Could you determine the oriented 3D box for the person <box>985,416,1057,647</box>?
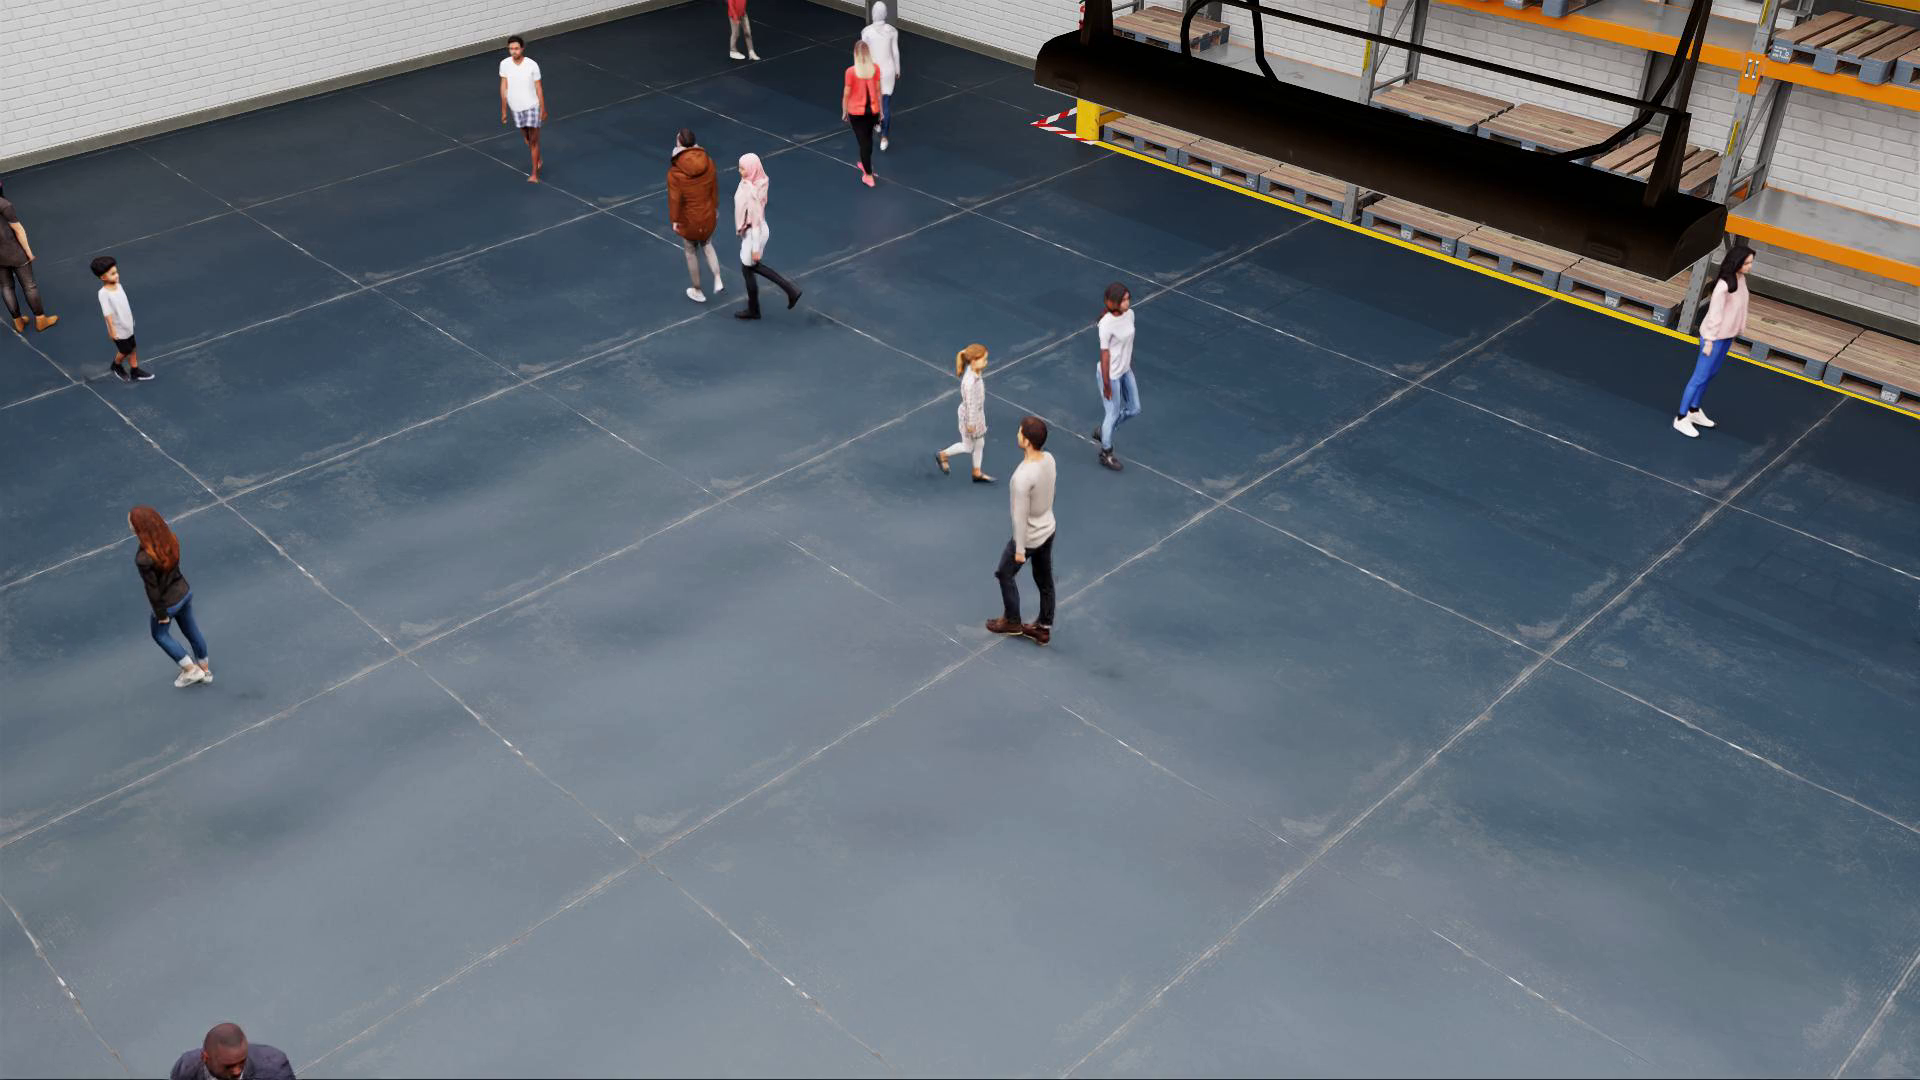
[{"bbox_3d":[0.590,-0.008,11.898,0.809,1.850,0.778,19,38,26],"label":"person"}]

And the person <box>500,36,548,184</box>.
[{"bbox_3d":[-5.152,-5.168,19.796,1.101,1.700,1.088,4,34,6],"label":"person"}]

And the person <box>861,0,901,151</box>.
[{"bbox_3d":[-0.976,-5.698,20.568,1.089,1.729,1.176,-2,34,-2],"label":"person"}]

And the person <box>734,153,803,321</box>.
[{"bbox_3d":[-1.930,-2.959,16.399,1.054,1.782,0.976,3,34,4],"label":"person"}]

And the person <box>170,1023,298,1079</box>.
[{"bbox_3d":[-3.315,2.807,7.720,0.951,1.788,0.994,4,34,7],"label":"person"}]

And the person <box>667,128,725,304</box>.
[{"bbox_3d":[-2.623,-3.234,16.768,0.742,1.832,0.759,-23,40,-31],"label":"person"}]

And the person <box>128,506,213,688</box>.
[{"bbox_3d":[-5.459,0.405,11.617,0.668,1.474,0.642,8,34,11],"label":"person"}]

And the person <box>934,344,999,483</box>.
[{"bbox_3d":[0.036,-1.056,13.975,0.862,1.297,0.715,11,35,16],"label":"person"}]

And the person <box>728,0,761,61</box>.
[{"bbox_3d":[-3.181,-7.478,23.564,0.795,1.377,0.630,16,37,23],"label":"person"}]

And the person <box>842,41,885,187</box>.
[{"bbox_3d":[-1.087,-4.979,19.536,0.766,1.675,0.929,-17,37,-23],"label":"person"}]

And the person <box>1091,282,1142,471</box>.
[{"bbox_3d":[1.254,-1.415,14.140,0.678,1.713,0.633,24,40,31],"label":"person"}]

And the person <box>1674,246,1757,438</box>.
[{"bbox_3d":[6.654,-1.775,14.631,0.658,1.768,0.551,-26,41,-33],"label":"person"}]

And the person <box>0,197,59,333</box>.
[{"bbox_3d":[-9.358,-2.859,16.306,0.705,1.719,0.761,-1,34,-1],"label":"person"}]

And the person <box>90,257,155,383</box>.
[{"bbox_3d":[-7.896,-2.046,15.506,0.697,1.250,0.633,5,34,8],"label":"person"}]
